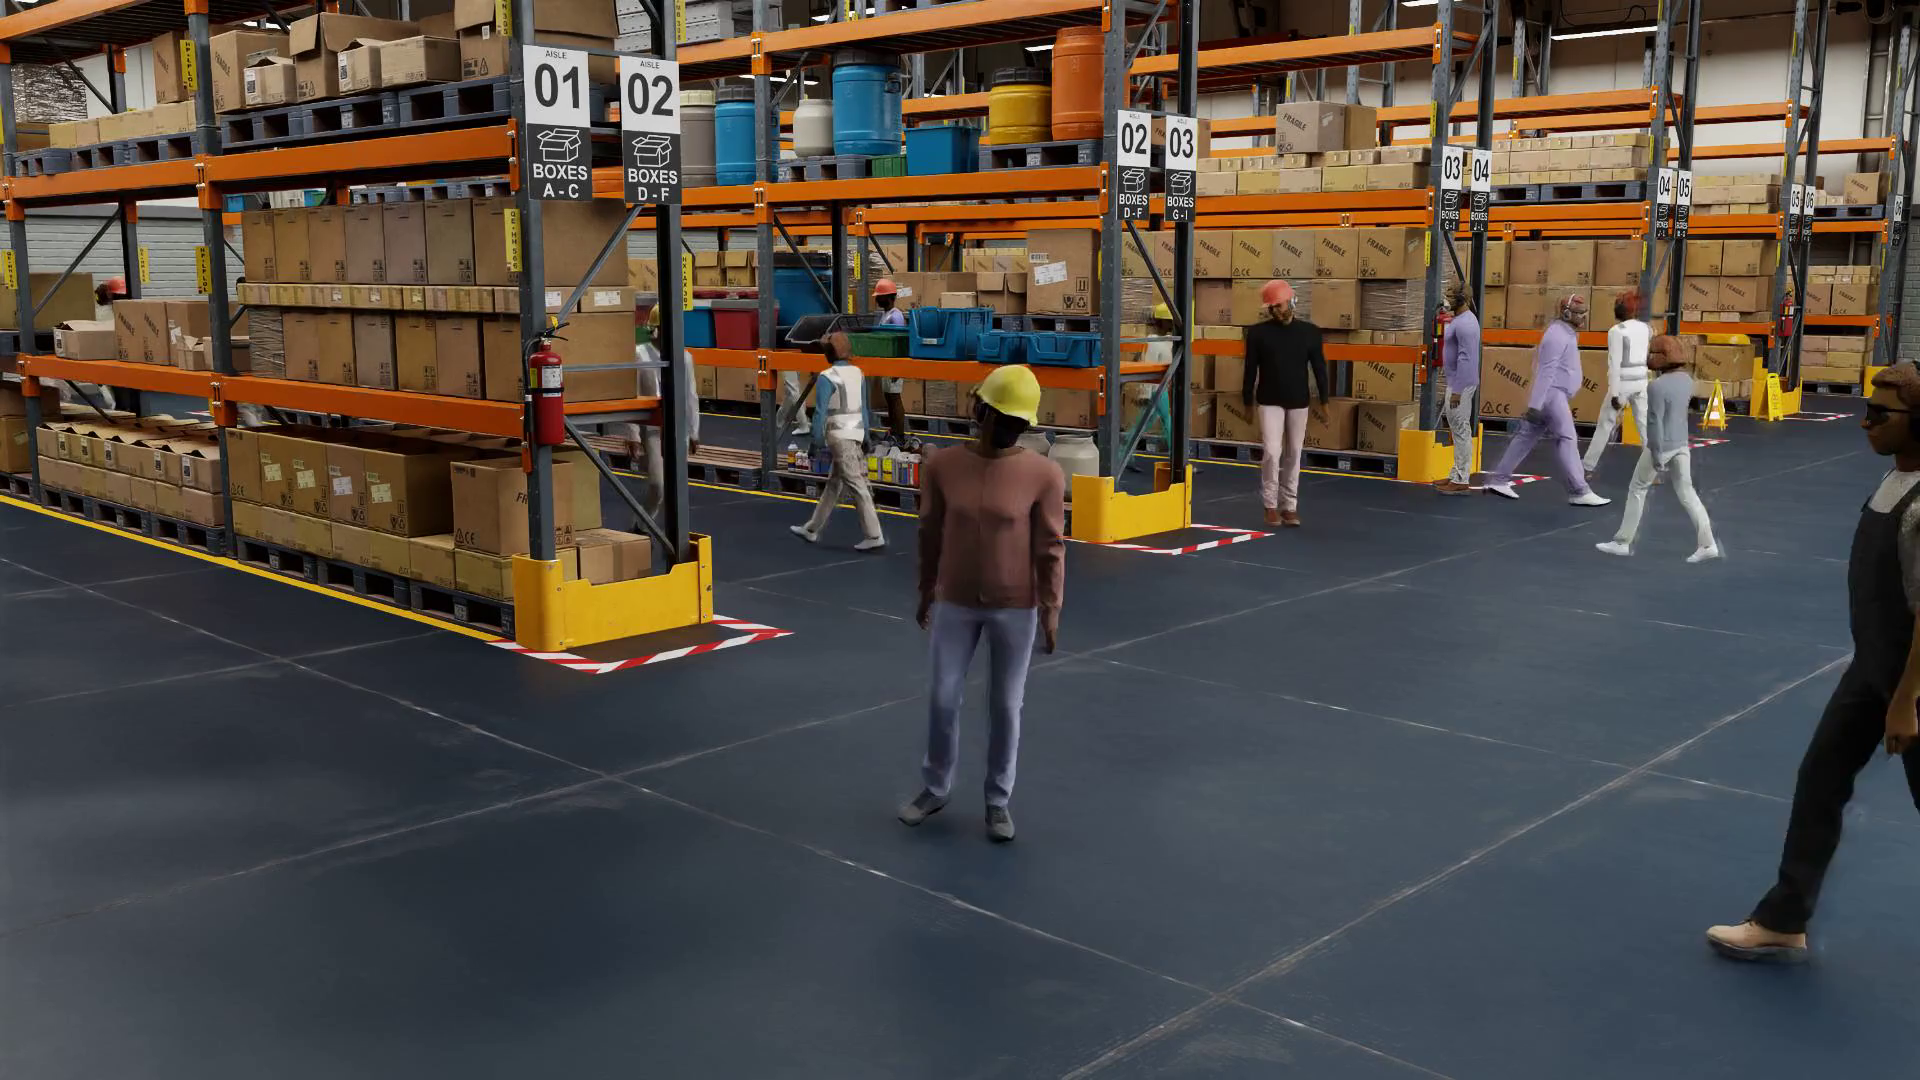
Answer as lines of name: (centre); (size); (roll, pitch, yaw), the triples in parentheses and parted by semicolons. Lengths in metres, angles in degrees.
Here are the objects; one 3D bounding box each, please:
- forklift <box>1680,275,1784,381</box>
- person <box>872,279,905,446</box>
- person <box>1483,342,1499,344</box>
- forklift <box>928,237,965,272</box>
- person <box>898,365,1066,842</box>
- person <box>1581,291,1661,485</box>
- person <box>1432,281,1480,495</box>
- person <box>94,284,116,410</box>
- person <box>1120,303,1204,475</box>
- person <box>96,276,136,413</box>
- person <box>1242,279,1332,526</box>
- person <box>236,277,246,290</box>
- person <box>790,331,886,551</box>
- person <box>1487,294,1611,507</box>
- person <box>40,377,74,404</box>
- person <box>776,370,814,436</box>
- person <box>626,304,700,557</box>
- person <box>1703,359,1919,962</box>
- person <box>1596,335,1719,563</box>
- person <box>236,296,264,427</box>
forklift: (12.480, -3.427, 27.053); (1.214, 2.155, 2.313); (9, 13, 43)
person: (-0.818, -2.000, 18.970); (0.377, 1.932, 0.552); (-3, 10, -17)
person: (9.117, -3.511, 28.235); (0.638, 1.932, 0.443); (-9, 13, -43)
forklift: (-0.326, -5.817, 39.609); (1.129, 2.768, 1.873); (9, 13, 43)
person: (0.097, 0.234, 5.907); (0.571, 1.722, 0.446); (2, 9, 11)
person: (6.352, -1.451, 15.925); (0.572, 1.836, 1.003); (-4, 10, -25)
person: (4.552, -1.388, 15.204); (0.371, 1.940, 0.627); (2, 10, 15)
person: (-11.264, -2.460, 22.038); (0.460, 1.856, 0.518); (7, 12, 38)
person: (1.995, -1.510, 16.638); (0.923, 1.719, 0.538); (4, 10, 22)
person: (-9.033, -1.867, 18.034); (0.449, 1.973, 0.637); (9, 13, 42)
person: (2.589, -1.069, 13.166); (0.648, 1.959, 0.543); (-1, 9, -4)
person: (-12.036, -3.482, 28.180); (0.391, 1.894, 0.590); (-1, 9, -4)
person: (-0.898, -0.722, 12.159); (0.857, 1.586, 0.543); (5, 10, 26)
person: (5.175, -1.231, 14.582); (1.039, 1.841, 0.709); (4, 10, 21)
person: (-12.417, -2.672, 22.961); (0.788, 1.968, 0.661); (-8, 12, -41)
person: (-2.171, -2.250, 20.723); (1.017, 1.865, 0.595); (9, 13, 43)
person: (-2.077, -0.767, 11.740); (0.414, 1.822, 0.615); (8, 12, 41)
person: (2.752, 0.383, 4.771); (0.945, 1.808, 0.522); (2, 9, 10)
person: (4.994, -0.645, 11.722); (0.501, 1.591, 0.862); (-6, 11, -31)
person: (-7.529, -1.732, 17.717); (0.785, 1.808, 0.598); (8, 12, 40)
